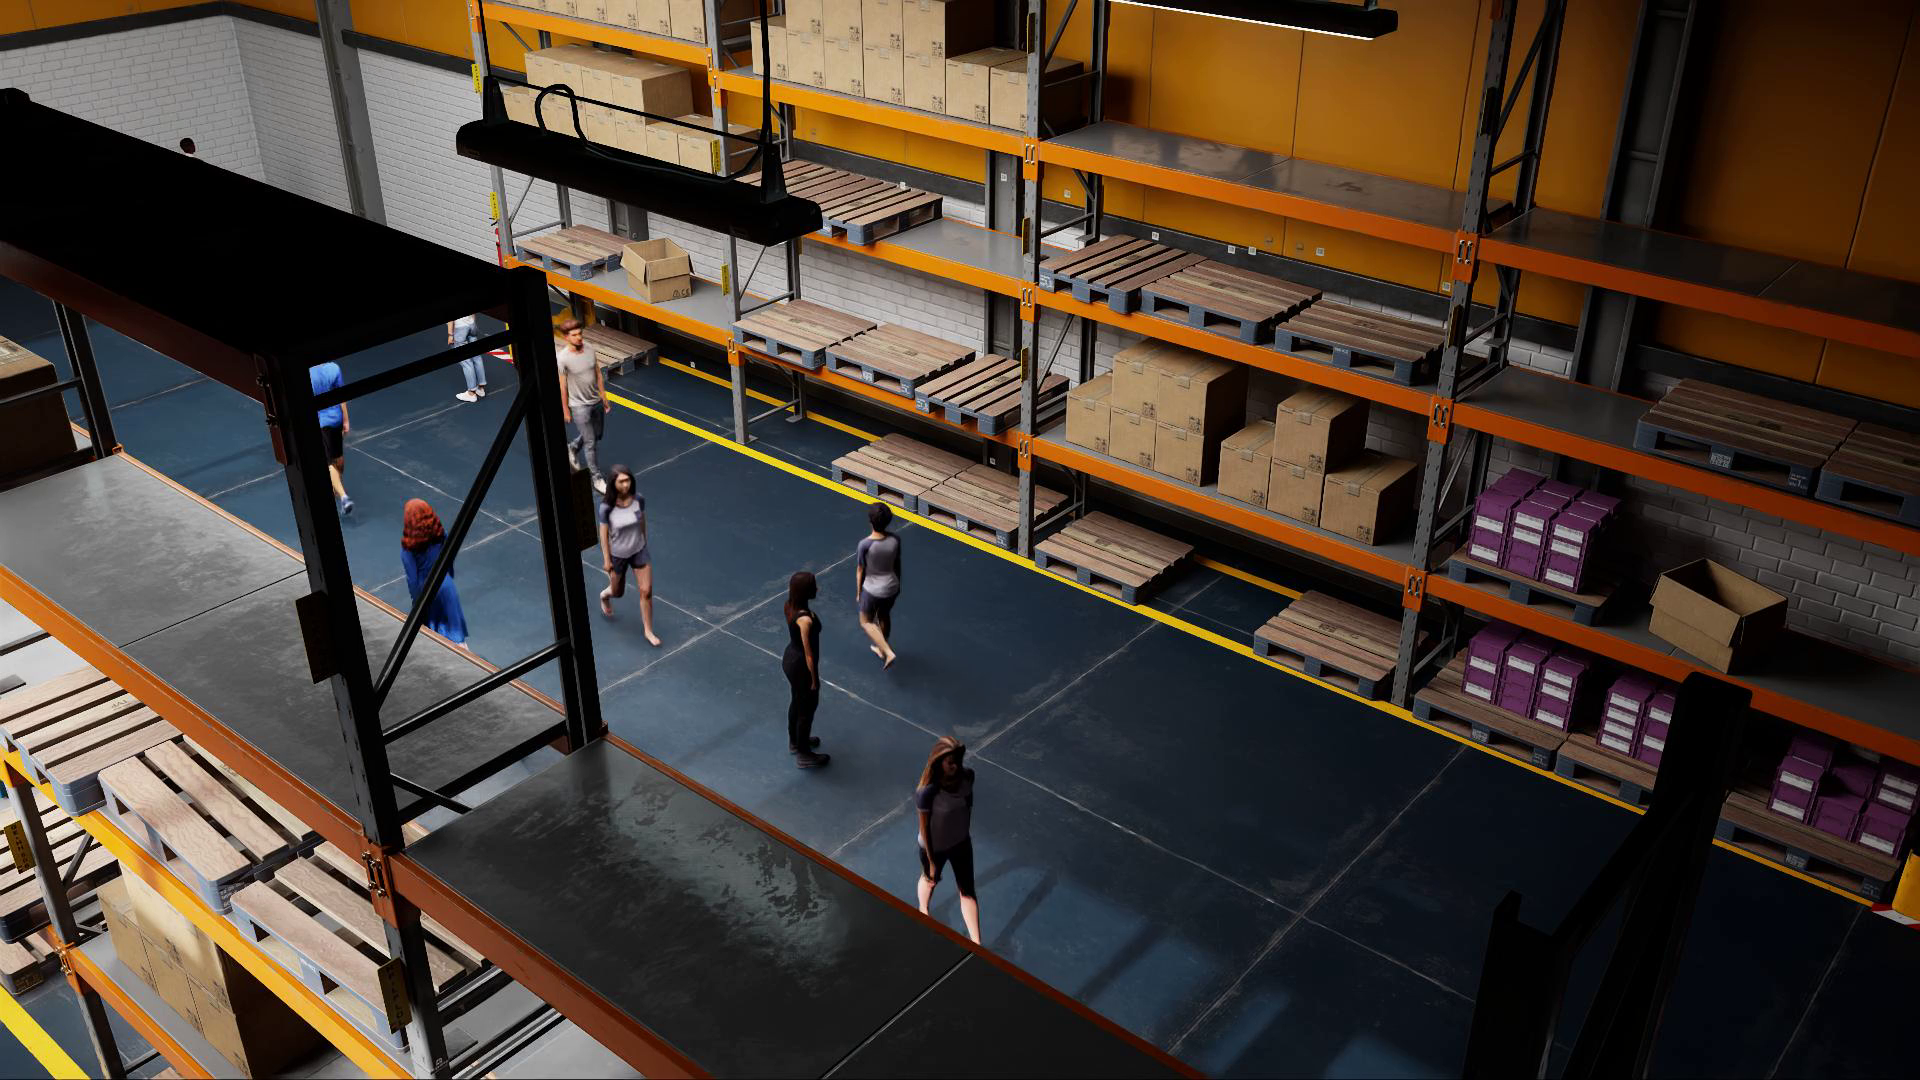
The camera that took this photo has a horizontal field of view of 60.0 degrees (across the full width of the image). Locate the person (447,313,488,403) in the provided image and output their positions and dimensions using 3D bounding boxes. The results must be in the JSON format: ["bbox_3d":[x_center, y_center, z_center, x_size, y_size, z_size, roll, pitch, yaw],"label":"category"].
[{"bbox_3d":[-5.729,-2.431,19.196,0.633,1.723,0.679,13,31,22],"label":"person"}]

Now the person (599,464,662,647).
[{"bbox_3d":[-2.963,0.085,14.621,0.720,1.685,1.053,-22,35,-34],"label":"person"}]

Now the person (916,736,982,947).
[{"bbox_3d":[-0.148,1.983,11.136,0.828,1.692,1.065,-14,32,-24],"label":"person"}]

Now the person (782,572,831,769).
[{"bbox_3d":[-1.226,0.996,12.950,0.714,1.686,0.610,-10,30,-18],"label":"person"}]

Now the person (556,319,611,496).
[{"bbox_3d":[-3.923,-1.427,17.194,1.084,1.877,0.685,21,35,33],"label":"person"}]

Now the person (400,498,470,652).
[{"bbox_3d":[-4.268,0.529,13.705,1.158,1.783,0.682,25,37,37],"label":"person"}]

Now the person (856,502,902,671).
[{"bbox_3d":[-0.663,0.425,14.150,0.714,1.541,0.887,-16,32,-27],"label":"person"}]

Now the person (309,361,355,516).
[{"bbox_3d":[-6.350,-1.134,16.695,0.744,1.840,1.238,-22,35,-34],"label":"person"}]
